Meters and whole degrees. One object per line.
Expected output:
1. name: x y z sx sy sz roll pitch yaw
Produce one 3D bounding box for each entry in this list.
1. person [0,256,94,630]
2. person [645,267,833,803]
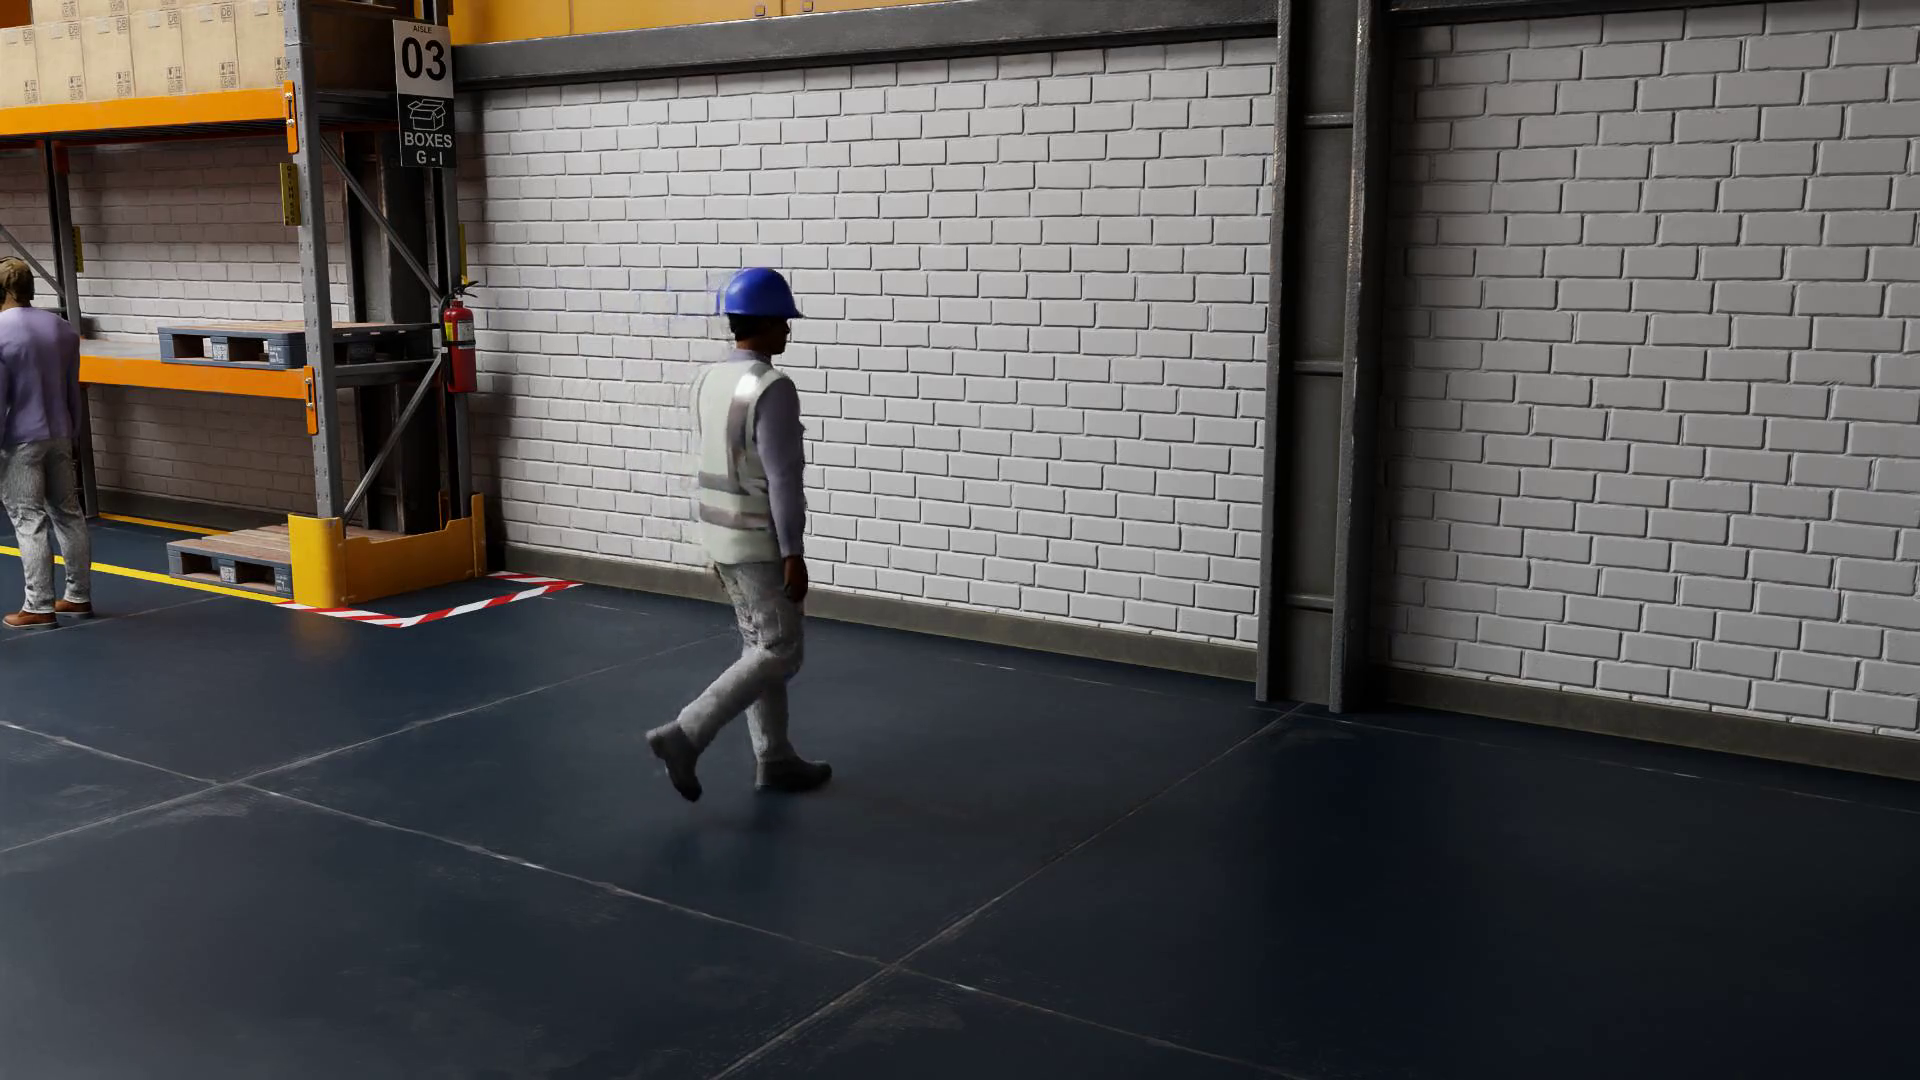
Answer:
1. person: -4.839 -0.497 8.667 0.366 1.938 0.630 3 11 18
2. person: -0.787 0.005 5.905 0.678 1.929 0.624 -6 12 -29
